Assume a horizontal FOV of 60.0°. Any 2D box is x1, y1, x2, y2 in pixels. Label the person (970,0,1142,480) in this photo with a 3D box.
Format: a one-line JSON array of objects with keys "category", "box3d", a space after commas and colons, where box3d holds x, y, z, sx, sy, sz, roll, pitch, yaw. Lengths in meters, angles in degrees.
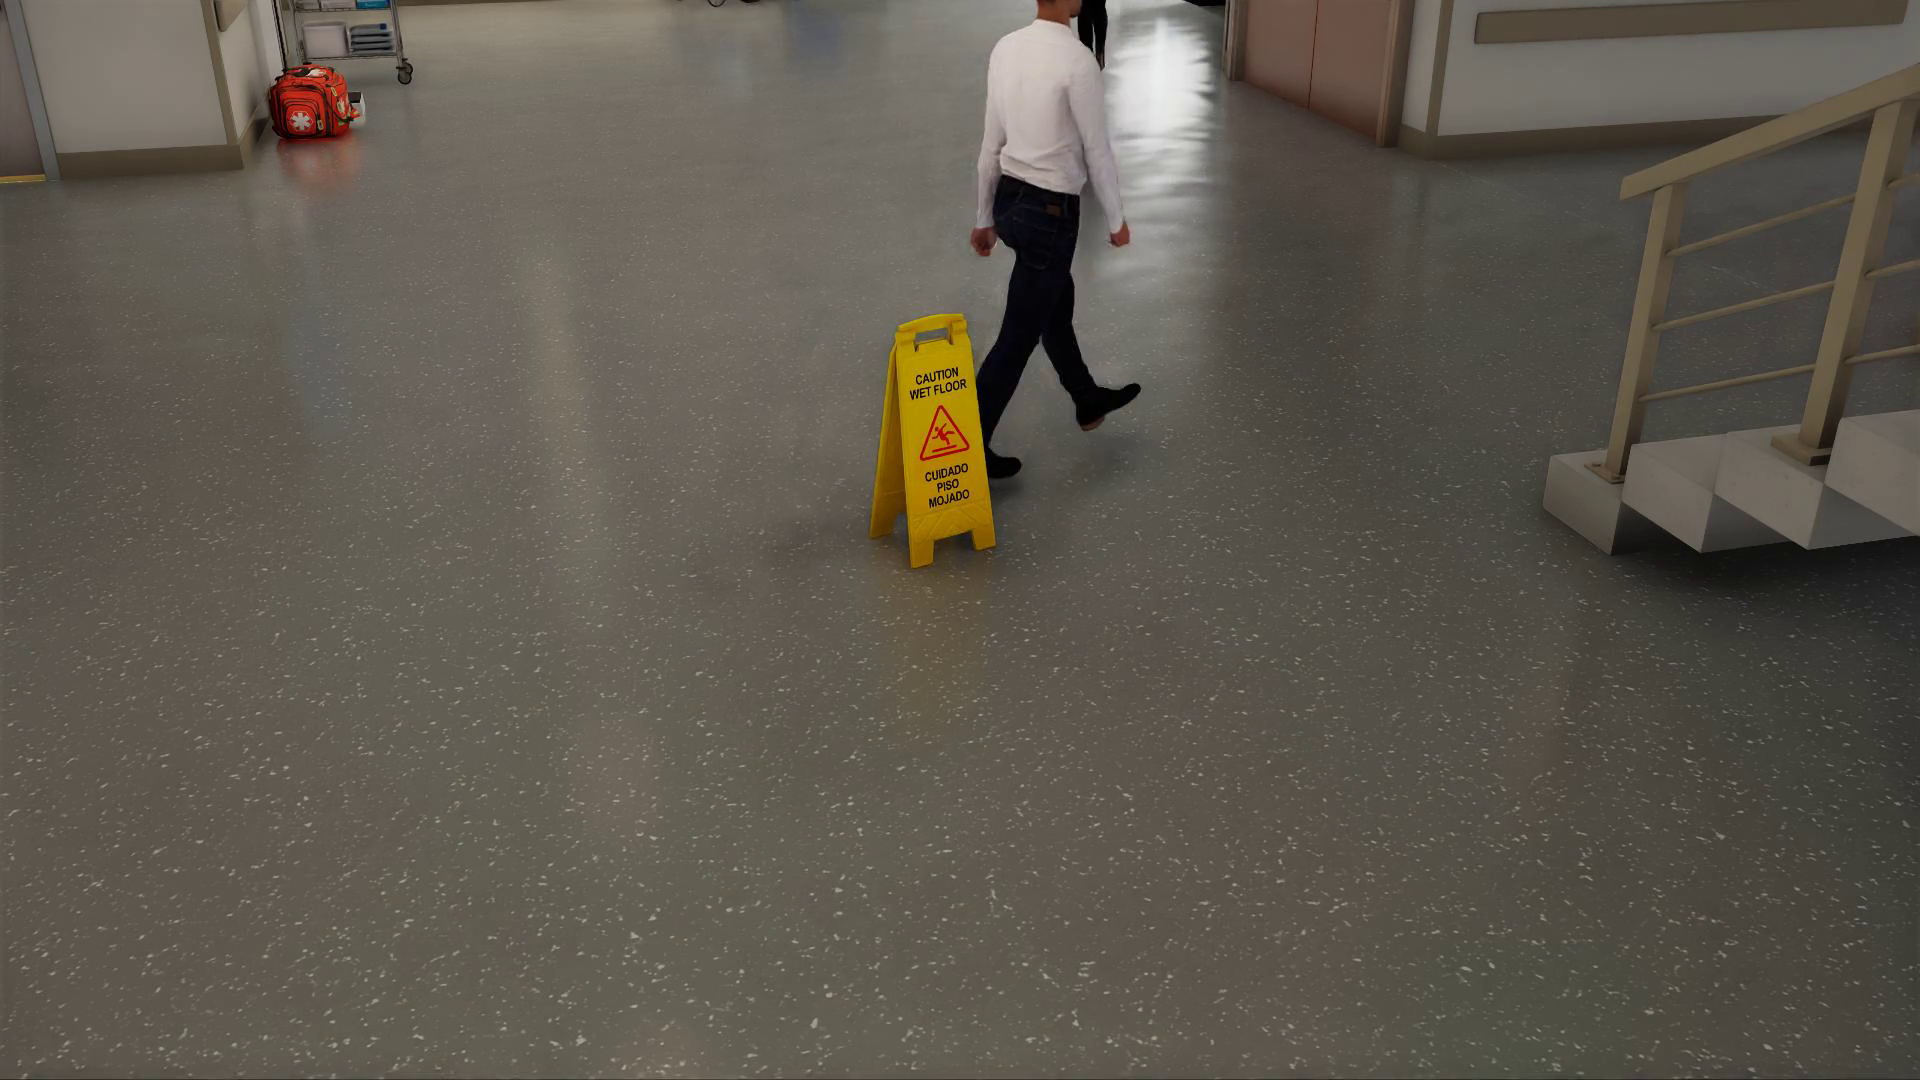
[{"category": "person", "box3d": [0.203, -1.059, 5.685, 0.985, 1.824, 1.230, -18, 31, -33]}]
